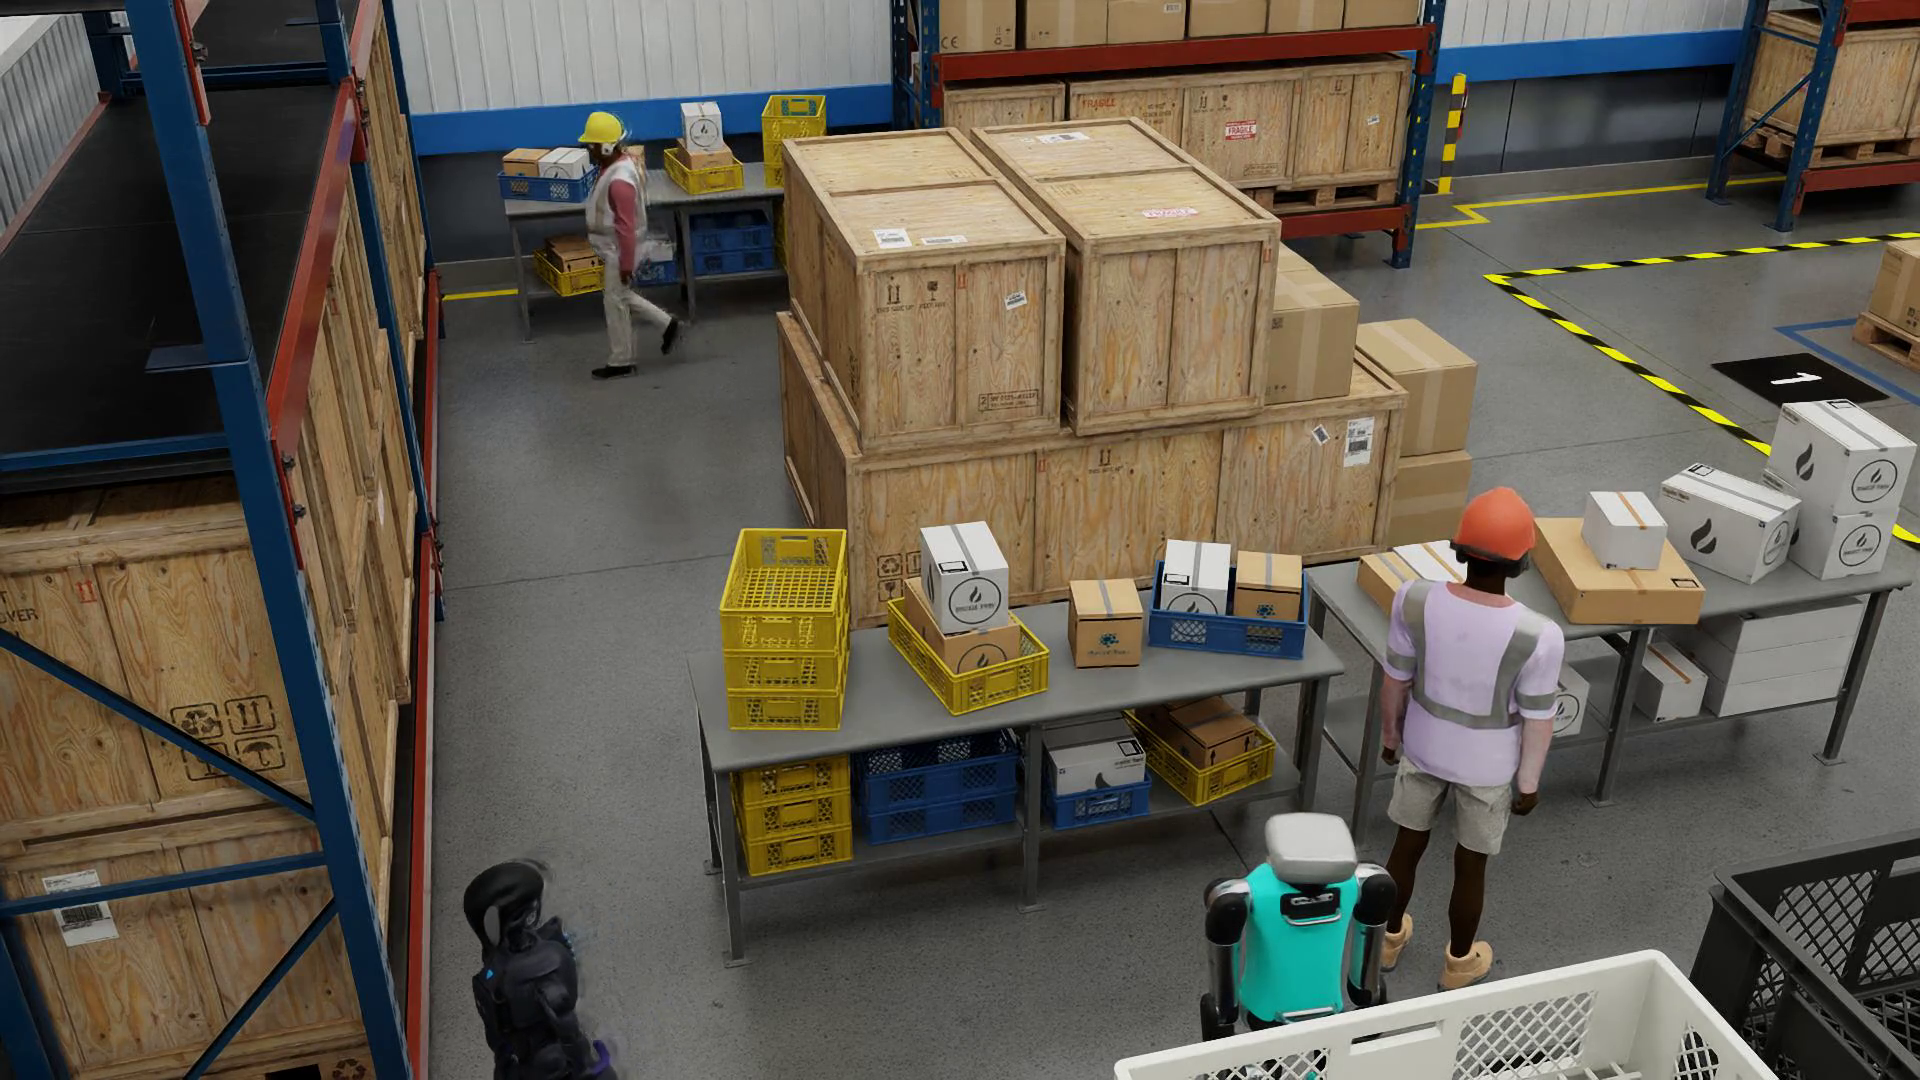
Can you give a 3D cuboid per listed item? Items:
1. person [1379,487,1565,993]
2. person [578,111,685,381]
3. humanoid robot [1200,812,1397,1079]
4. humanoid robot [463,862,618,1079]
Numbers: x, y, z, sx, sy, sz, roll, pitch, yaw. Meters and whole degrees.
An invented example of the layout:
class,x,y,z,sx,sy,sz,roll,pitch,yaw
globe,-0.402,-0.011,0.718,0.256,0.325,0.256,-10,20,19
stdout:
class,x,y,z,sx,sy,sz,roll,pitch,yaw
person,1.782,0.743,5.928,0.606,2.047,0.366,18,34,30
person,-2.215,-1.946,11.049,0.598,1.815,0.596,-7,30,-13
humanoid robot,0.967,1.607,4.577,0.534,1.692,0.742,-5,29,-9
humanoid robot,-1.178,1.605,4.753,0.478,1.644,0.609,-23,36,-35
